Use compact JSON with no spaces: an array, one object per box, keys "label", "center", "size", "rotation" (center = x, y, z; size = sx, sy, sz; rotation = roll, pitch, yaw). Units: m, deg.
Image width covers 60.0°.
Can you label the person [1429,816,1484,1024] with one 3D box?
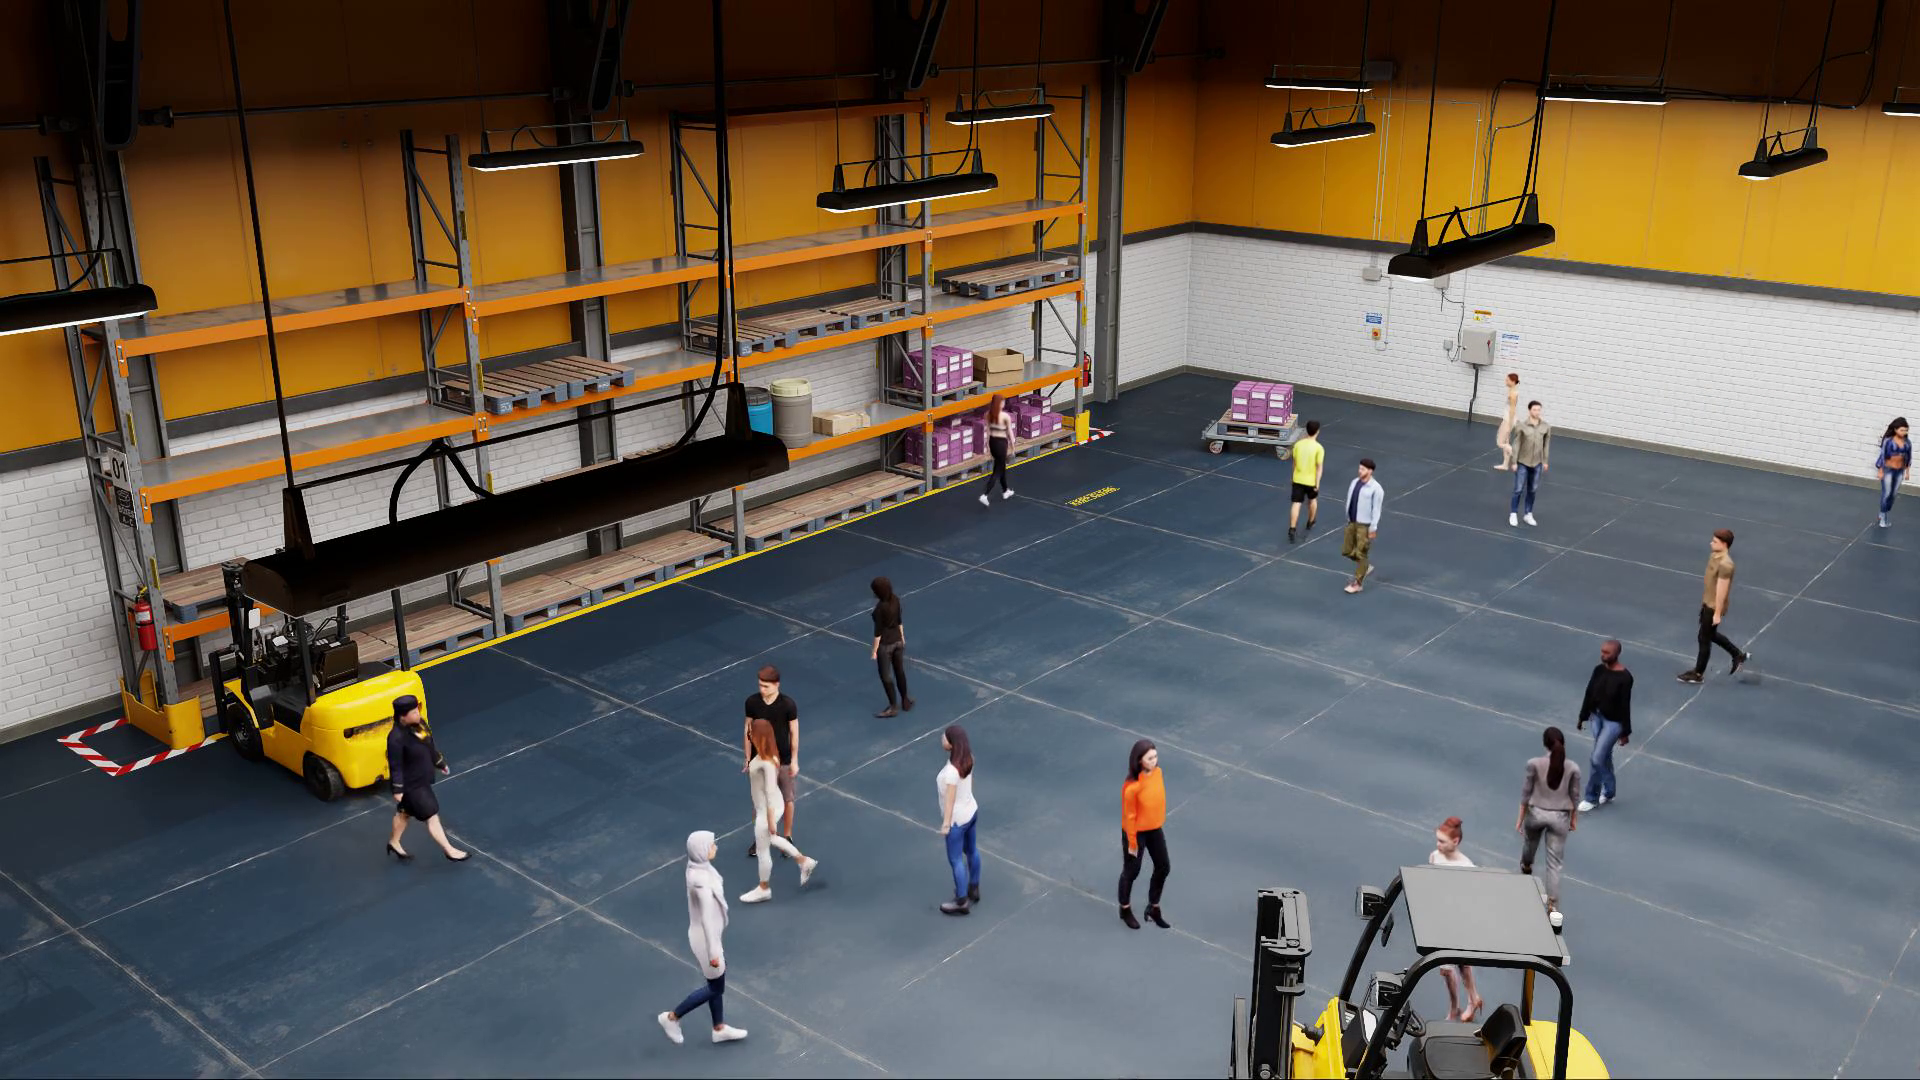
[{"label":"person","center":[3.811,2.883,12.564],"size":[0.882,1.762,0.766],"rotation":[-9,21,-25]}]

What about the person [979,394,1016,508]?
[{"label":"person","center":[0.537,-1.328,25.159],"size":[0.703,1.703,1.212],"rotation":[12,22,32]}]

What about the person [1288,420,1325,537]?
[{"label":"person","center":[4.912,-0.839,23.770],"size":[0.840,1.663,1.197],"rotation":[8,20,22]}]

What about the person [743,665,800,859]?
[{"label":"person","center":[-1.693,1.975,15.109],"size":[0.767,1.858,0.765],"rotation":[3,19,10]}]

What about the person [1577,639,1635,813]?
[{"label":"person","center":[6.281,1.751,15.974],"size":[0.912,1.730,0.801],"rotation":[-9,20,-24]}]

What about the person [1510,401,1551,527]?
[{"label":"person","center":[8.328,-1.137,24.339],"size":[0.778,1.864,0.825],"rotation":[-1,19,-2]}]

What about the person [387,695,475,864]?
[{"label":"person","center":[-4.961,2.174,14.880],"size":[1.119,1.627,1.151],"rotation":[2,19,7]}]

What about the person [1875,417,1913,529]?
[{"label":"person","center":[13.615,-1.000,24.317],"size":[0.758,1.620,0.806],"rotation":[-1,19,-2]}]

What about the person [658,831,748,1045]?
[{"label":"person","center":[-1.946,2.974,12.287],"size":[1.002,1.766,0.919],"rotation":[-3,19,-10]}]

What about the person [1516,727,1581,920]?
[{"label":"person","center":[4.969,2.456,14.087],"size":[0.978,1.599,1.280],"rotation":[6,19,17]}]

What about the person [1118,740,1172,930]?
[{"label":"person","center":[1.452,2.440,13.923],"size":[0.710,1.733,0.623],"rotation":[17,25,42]}]

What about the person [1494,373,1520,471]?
[{"label":"person","center":[8.979,-1.895,26.956],"size":[0.736,1.632,0.687],"rotation":[7,20,19]}]

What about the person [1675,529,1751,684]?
[{"label":"person","center":[8.602,0.759,18.754],"size":[1.061,1.837,1.092],"rotation":[2,19,7]}]

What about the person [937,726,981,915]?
[{"label":"person","center":[0.014,2.383,14.183],"size":[0.729,1.677,0.601],"rotation":[6,20,18]}]

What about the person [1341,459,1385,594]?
[{"label":"person","center":[5.286,-0.203,21.660],"size":[0.886,1.805,0.824],"rotation":[-10,21,-28]}]

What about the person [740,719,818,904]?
[{"label":"person","center":[-1.578,2.313,14.367],"size":[1.013,1.691,0.938],"rotation":[-4,19,-12]}]

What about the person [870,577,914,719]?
[{"label":"person","center":[-0.726,1.126,18.007],"size":[0.824,1.617,0.486],"rotation":[17,25,41]}]
